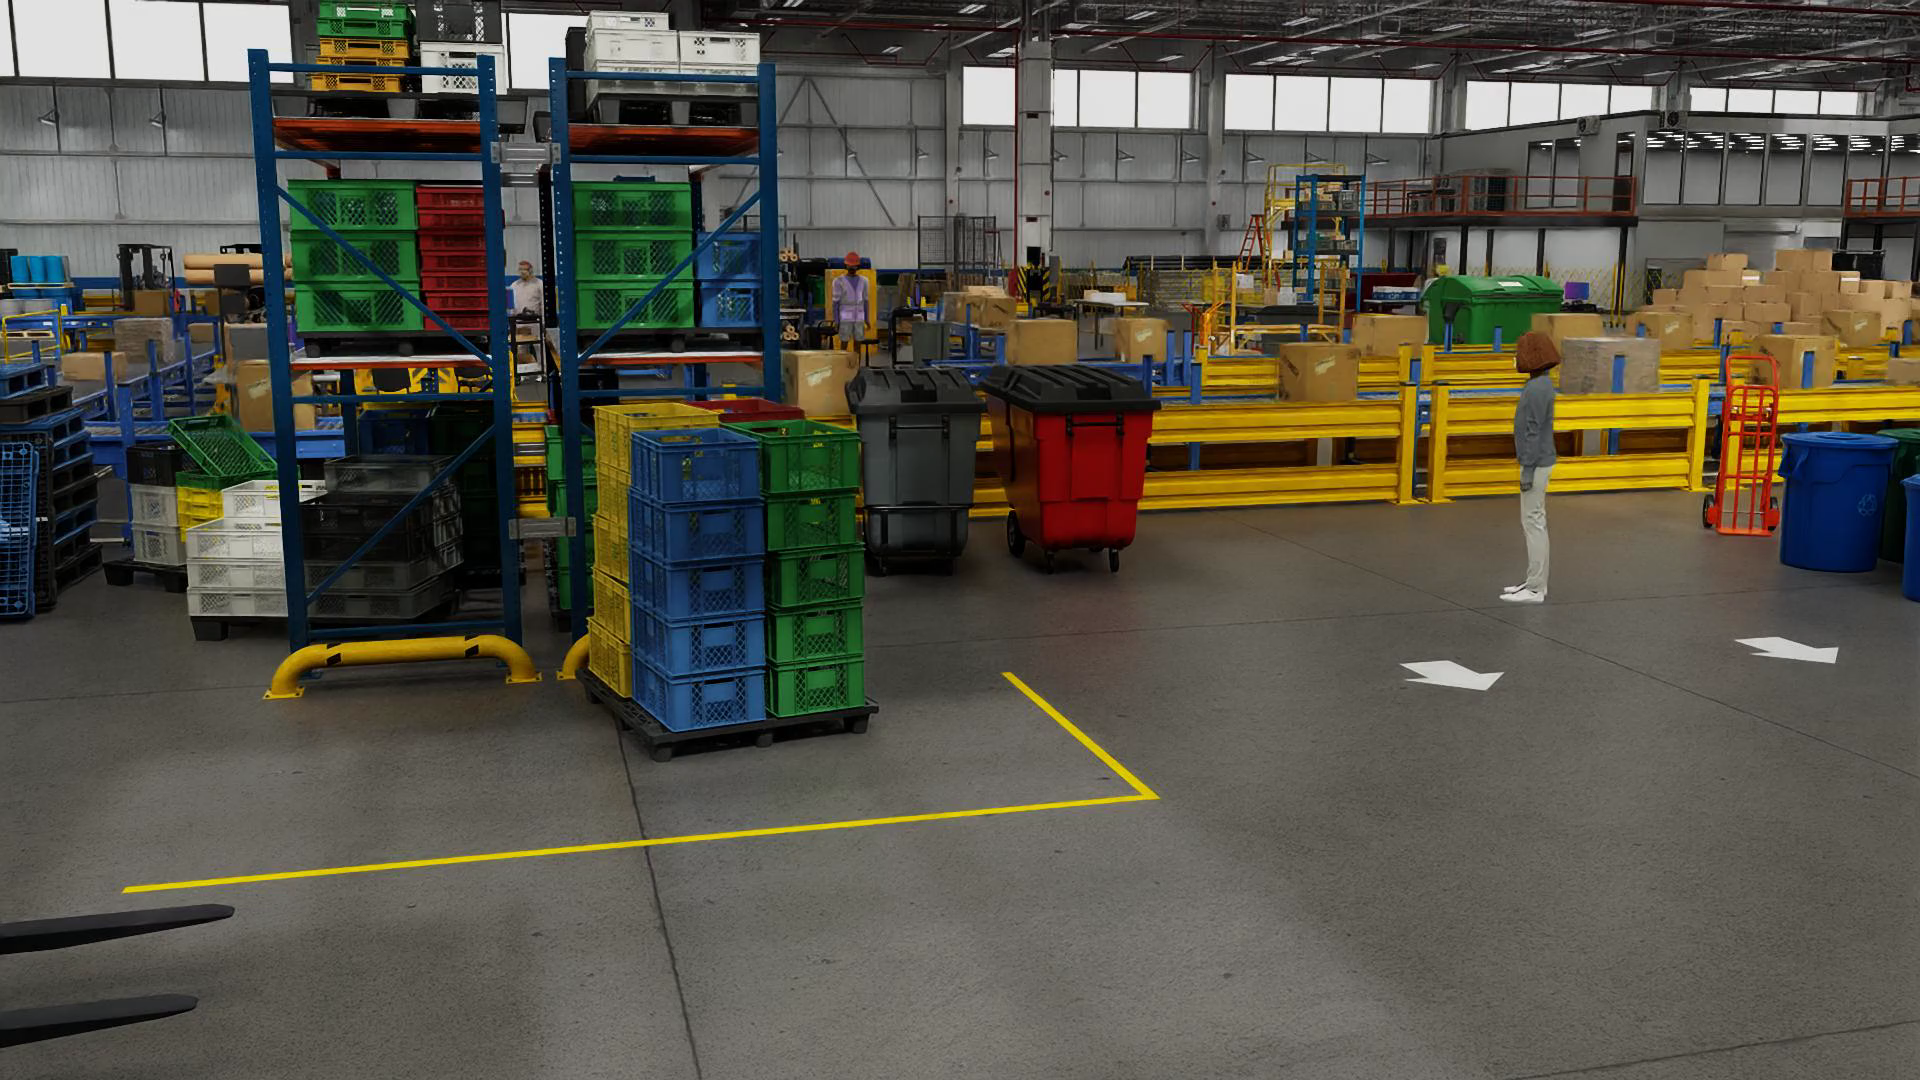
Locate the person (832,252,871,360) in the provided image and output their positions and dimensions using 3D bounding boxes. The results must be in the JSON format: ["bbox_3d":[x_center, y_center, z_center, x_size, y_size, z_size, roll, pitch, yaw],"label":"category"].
[{"bbox_3d":[-1.653,-3.403,25.597,0.615,2.039,0.387,-5,11,-27],"label":"person"}]

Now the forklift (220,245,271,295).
[{"bbox_3d":[-17.749,-6.334,41.440,1.157,1.987,2.680,-3,10,-17],"label":"forklift"}]

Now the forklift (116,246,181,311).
[{"bbox_3d":[-19.966,-6.232,40.894,1.157,1.987,2.680,-3,10,-15],"label":"forklift"}]

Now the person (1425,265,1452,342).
[{"bbox_3d":[9.374,-4.523,32.721,0.636,1.769,0.613,-9,14,-42],"label":"person"}]

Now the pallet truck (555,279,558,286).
[{"bbox_3d":[-10.604,-6.375,44.520,0.653,1.274,1.630,-3,10,-15],"label":"pallet truck"}]

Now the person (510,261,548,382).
[{"bbox_3d":[-6.807,-3.441,26.233,0.637,1.900,0.404,2,10,12],"label":"person"}]

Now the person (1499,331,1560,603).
[{"bbox_3d":[3.427,-0.434,9.972,0.281,1.624,0.493,3,11,18],"label":"person"}]
